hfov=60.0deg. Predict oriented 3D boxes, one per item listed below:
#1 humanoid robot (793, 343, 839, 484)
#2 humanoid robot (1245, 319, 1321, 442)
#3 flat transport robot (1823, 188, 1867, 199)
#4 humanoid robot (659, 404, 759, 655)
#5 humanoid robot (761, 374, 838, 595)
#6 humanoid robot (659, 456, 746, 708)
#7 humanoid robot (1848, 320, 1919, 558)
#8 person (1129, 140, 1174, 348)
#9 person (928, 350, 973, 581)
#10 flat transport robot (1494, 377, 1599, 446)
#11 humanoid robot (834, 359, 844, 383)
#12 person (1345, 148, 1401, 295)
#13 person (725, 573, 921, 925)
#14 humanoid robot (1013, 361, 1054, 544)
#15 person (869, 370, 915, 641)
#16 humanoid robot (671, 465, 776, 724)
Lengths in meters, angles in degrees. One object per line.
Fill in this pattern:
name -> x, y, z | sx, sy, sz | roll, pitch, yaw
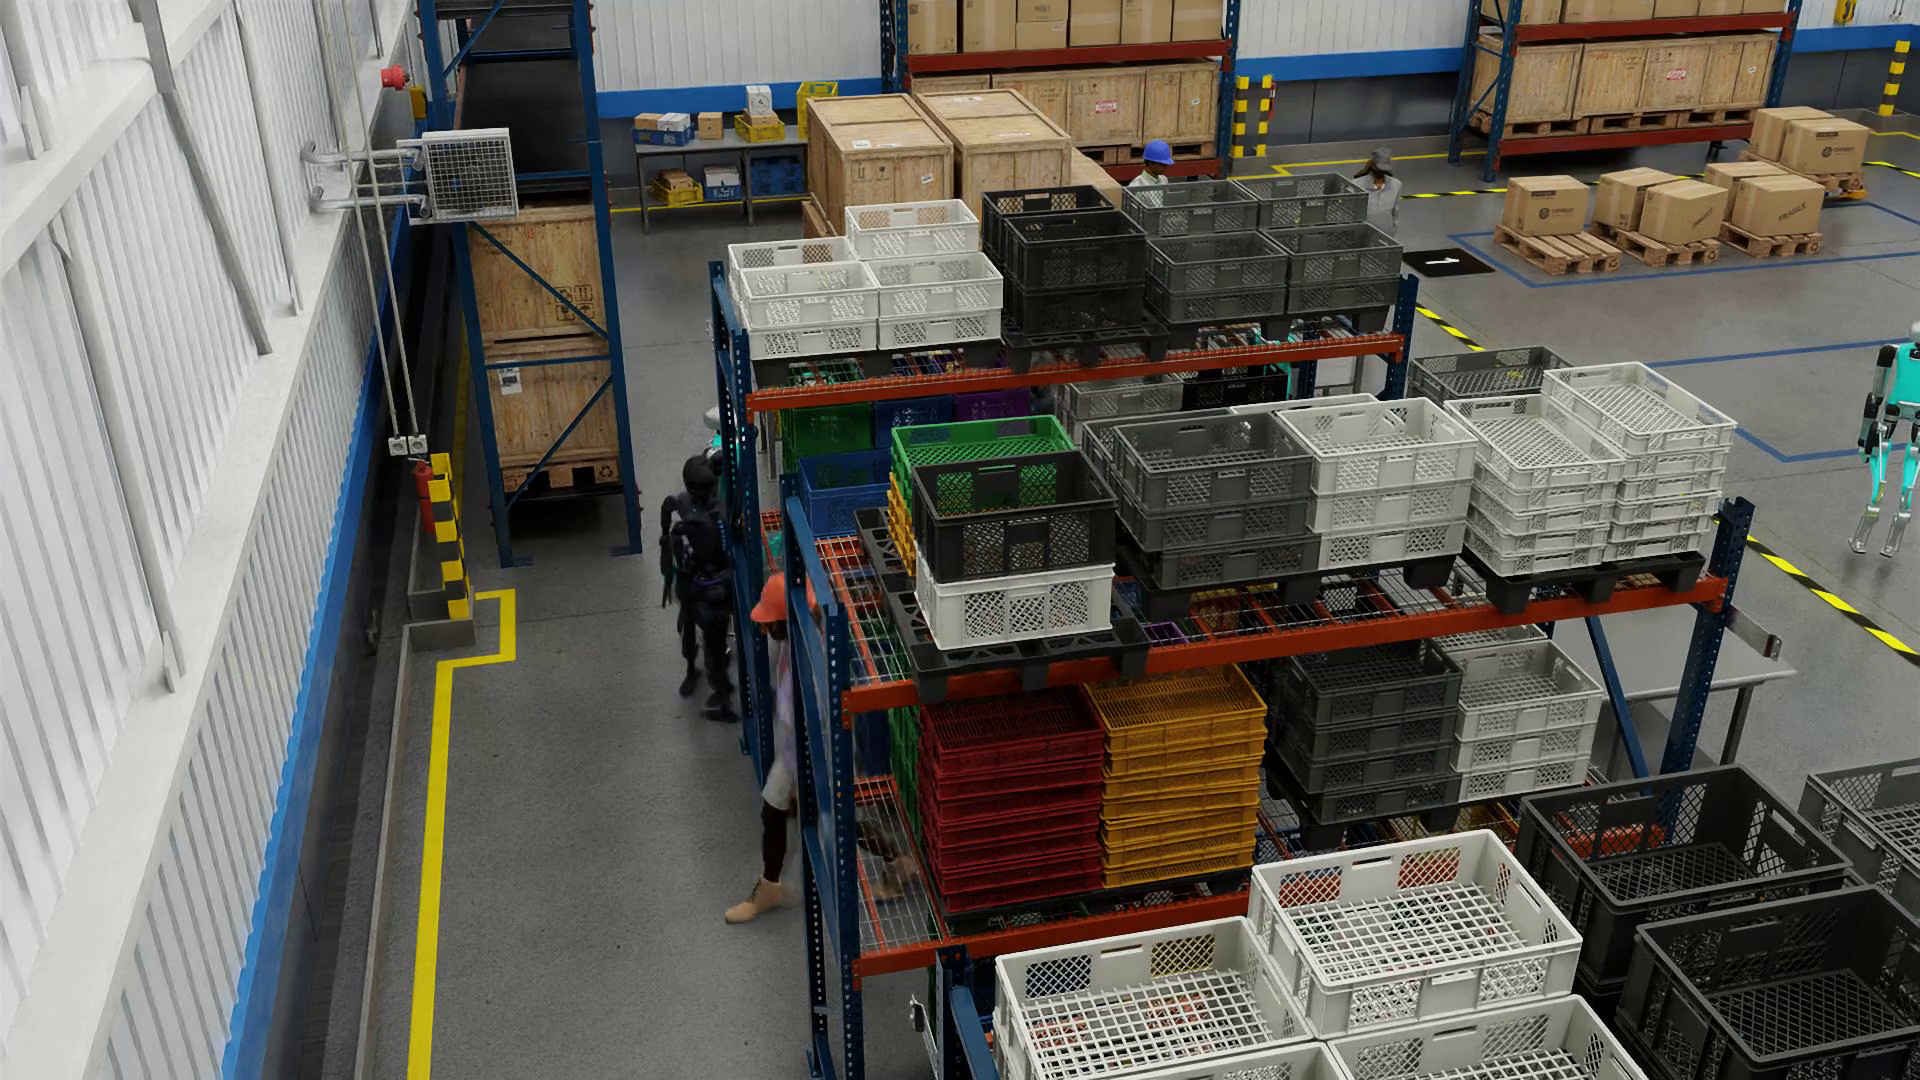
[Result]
humanoid robot -> -0.727, -0.494, 11.449 | 0.812, 1.791, 0.534 | 9, 29, 16
humanoid robot -> 2.430, -0.913, 12.094 | 0.746, 1.685, 0.532 | -18, 33, -30
flat transport robot -> 10.152, -4.283, 20.143 | 1.431, 0.197, 0.652 | -6, 28, -12
humanoid robot -> -1.631, -0.095, 10.511 | 0.735, 1.674, 0.533 | 11, 30, 19
humanoid robot -> -1.123, -0.257, 10.957 | 0.738, 1.773, 0.536 | 4, 28, 7
humanoid robot -> -1.521, 0.242, 10.089 | 0.603, 1.648, 0.347 | 7, 28, 12
humanoid robot -> 6.519, -0.637, 11.532 | 0.533, 1.680, 0.735 | 13, 30, 23
person -> 1.751, -2.762, 15.502 | 0.411, 1.939, 0.606 | 19, 33, 32
person -> -0.127, -0.399, 11.126 | 0.404, 1.829, 0.599 | 11, 30, 20
flat transport robot -> 4.780, -1.036, 14.013 | 0.659, 0.231, 1.431 | -6, 28, -12
humanoid robot -> -0.981, -0.793, 12.035 | 0.383, 1.656, 0.587 | -19, 33, -31
person -> 3.909, -2.892, 15.927 | 0.561, 1.765, 0.401 | -4, 28, -8
person -> -0.686, 1.034, 8.249 | 1.011, 2.000, 0.610 | -11, 30, -20
humanoid robot -> 0.510, -0.501, 11.528 | 0.608, 1.622, 0.743 | 14, 31, 25
person -> -0.430, -0.217, 10.732 | 0.356, 1.879, 0.571 | 2, 28, 4
humanoid robot -> -1.395, 0.334, 9.907 | 0.588, 1.646, 0.403 | -21, 34, -34
